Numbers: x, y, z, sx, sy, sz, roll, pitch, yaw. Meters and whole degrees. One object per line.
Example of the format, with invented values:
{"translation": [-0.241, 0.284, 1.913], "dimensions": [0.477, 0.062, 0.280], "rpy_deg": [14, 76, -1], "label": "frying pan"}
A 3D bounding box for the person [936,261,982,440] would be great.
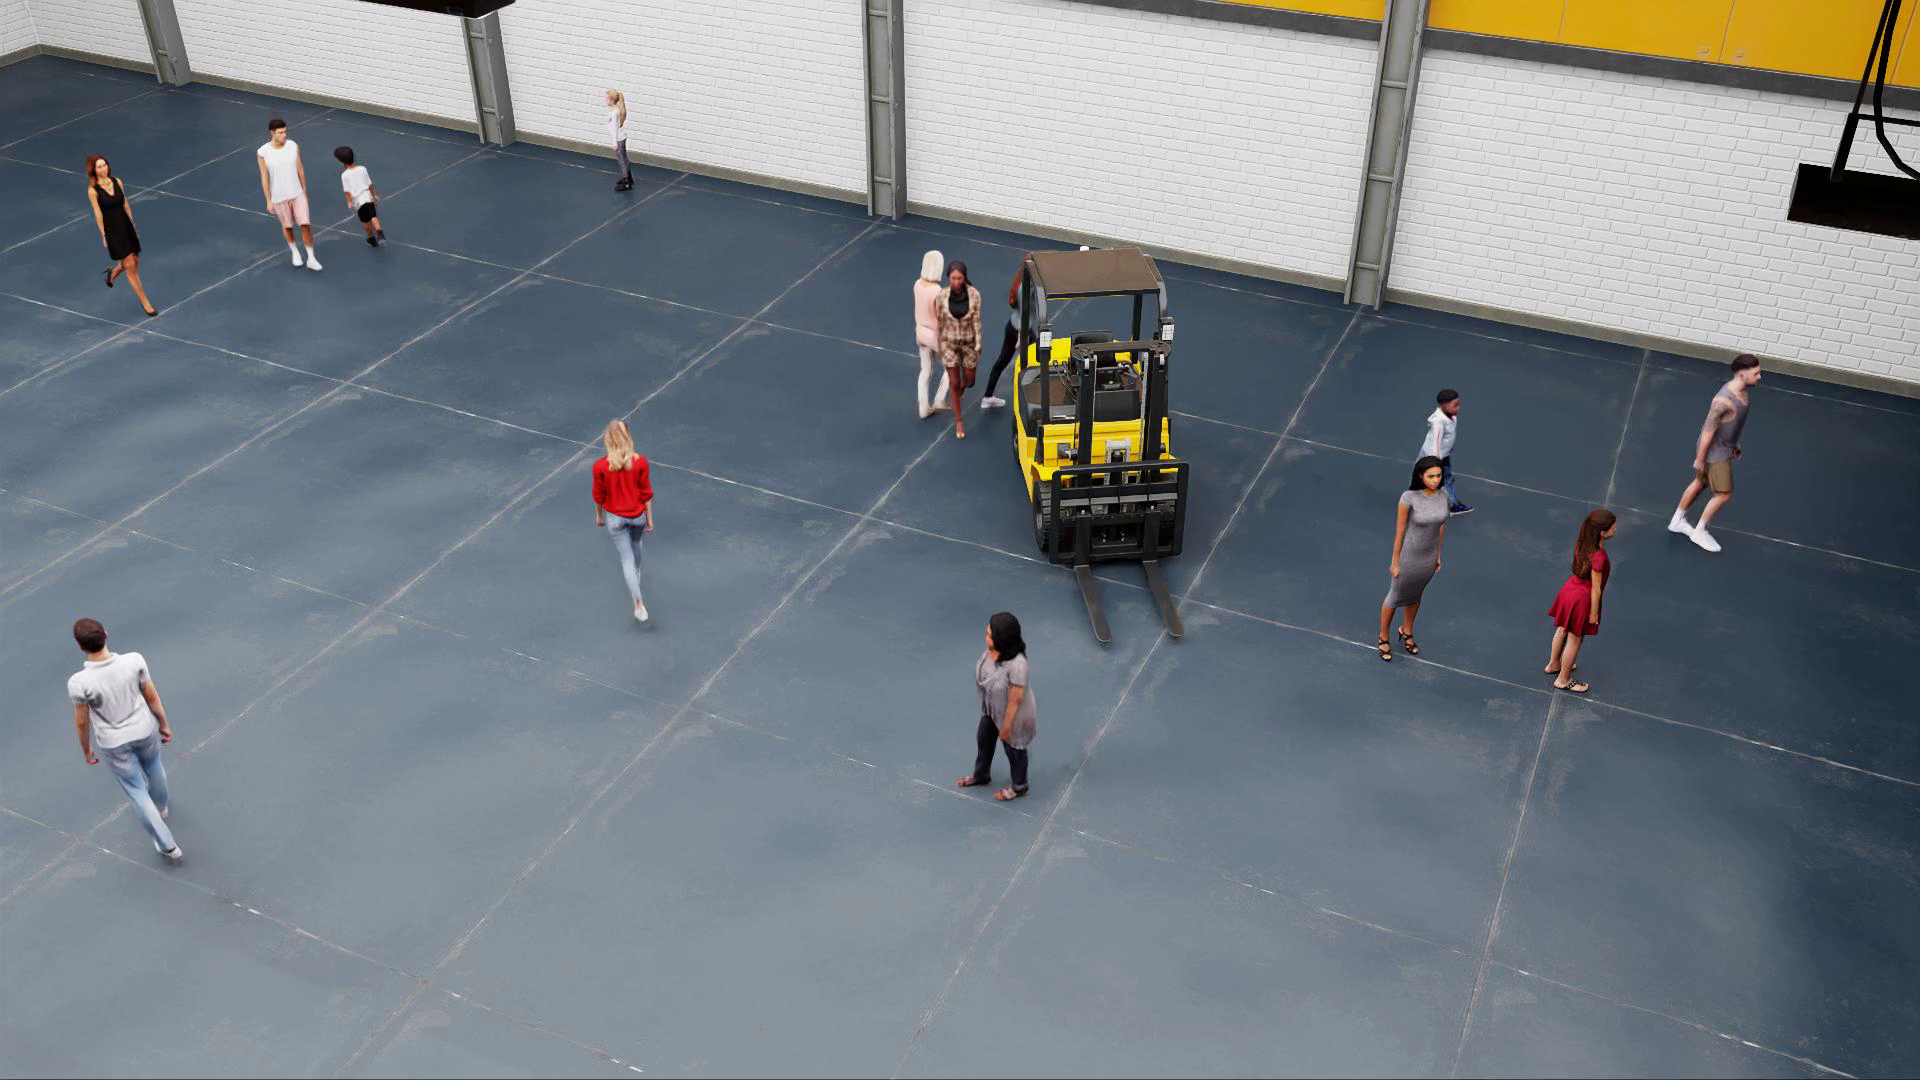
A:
{"translation": [-0.003, -1.852, 15.799], "dimensions": [0.922, 1.778, 0.873], "rpy_deg": [0, 34, 0], "label": "person"}

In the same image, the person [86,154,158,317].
{"translation": [-9.101, -3.279, 17.910], "dimensions": [0.974, 1.818, 0.601], "rpy_deg": [17, 37, 24], "label": "person"}

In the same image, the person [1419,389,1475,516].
{"translation": [4.155, -0.787, 14.689], "dimensions": [0.861, 1.233, 0.611], "rpy_deg": [22, 40, 30], "label": "person"}

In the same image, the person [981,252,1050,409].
{"translation": [0.518, -1.973, 16.078], "dimensions": [1.247, 1.671, 1.028], "rpy_deg": [-5, 34, -8], "label": "person"}

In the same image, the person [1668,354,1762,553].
{"translation": [6.355, -0.798, 14.174], "dimensions": [0.774, 1.825, 0.696], "rpy_deg": [20, 38, 27], "label": "person"}

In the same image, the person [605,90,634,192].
{"translation": [-4.326, -5.099, 21.137], "dimensions": [0.592, 1.275, 0.559], "rpy_deg": [-2, 34, -2], "label": "person"}

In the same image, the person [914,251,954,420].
{"translation": [-0.326, -1.926, 15.971], "dimensions": [0.788, 1.710, 0.703], "rpy_deg": [-26, 42, -34], "label": "person"}

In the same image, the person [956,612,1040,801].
{"translation": [0.392, 1.129, 11.478], "dimensions": [0.933, 1.596, 0.873], "rpy_deg": [-11, 35, -15], "label": "person"}

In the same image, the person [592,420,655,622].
{"translation": [-2.662, -0.119, 13.297], "dimensions": [1.113, 1.661, 1.153], "rpy_deg": [-10, 35, -15], "label": "person"}

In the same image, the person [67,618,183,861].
{"translation": [-5.458, 1.340, 10.953], "dimensions": [0.917, 1.826, 1.152], "rpy_deg": [-29, 43, -36], "label": "person"}

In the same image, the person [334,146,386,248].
{"translation": [-7.003, -4.003, 19.514], "dimensions": [0.644, 1.247, 0.708], "rpy_deg": [-24, 40, -31], "label": "person"}

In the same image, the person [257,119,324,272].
{"translation": [-7.710, -3.971, 19.010], "dimensions": [0.930, 1.752, 1.029], "rpy_deg": [-17, 37, -24], "label": "person"}

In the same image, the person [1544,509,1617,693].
{"translation": [4.695, 0.433, 12.563], "dimensions": [0.723, 1.554, 0.662], "rpy_deg": [-3, 34, -4], "label": "person"}

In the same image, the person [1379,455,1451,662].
{"translation": [3.496, 0.136, 12.804], "dimensions": [0.650, 1.781, 0.718], "rpy_deg": [-10, 35, -15], "label": "person"}
